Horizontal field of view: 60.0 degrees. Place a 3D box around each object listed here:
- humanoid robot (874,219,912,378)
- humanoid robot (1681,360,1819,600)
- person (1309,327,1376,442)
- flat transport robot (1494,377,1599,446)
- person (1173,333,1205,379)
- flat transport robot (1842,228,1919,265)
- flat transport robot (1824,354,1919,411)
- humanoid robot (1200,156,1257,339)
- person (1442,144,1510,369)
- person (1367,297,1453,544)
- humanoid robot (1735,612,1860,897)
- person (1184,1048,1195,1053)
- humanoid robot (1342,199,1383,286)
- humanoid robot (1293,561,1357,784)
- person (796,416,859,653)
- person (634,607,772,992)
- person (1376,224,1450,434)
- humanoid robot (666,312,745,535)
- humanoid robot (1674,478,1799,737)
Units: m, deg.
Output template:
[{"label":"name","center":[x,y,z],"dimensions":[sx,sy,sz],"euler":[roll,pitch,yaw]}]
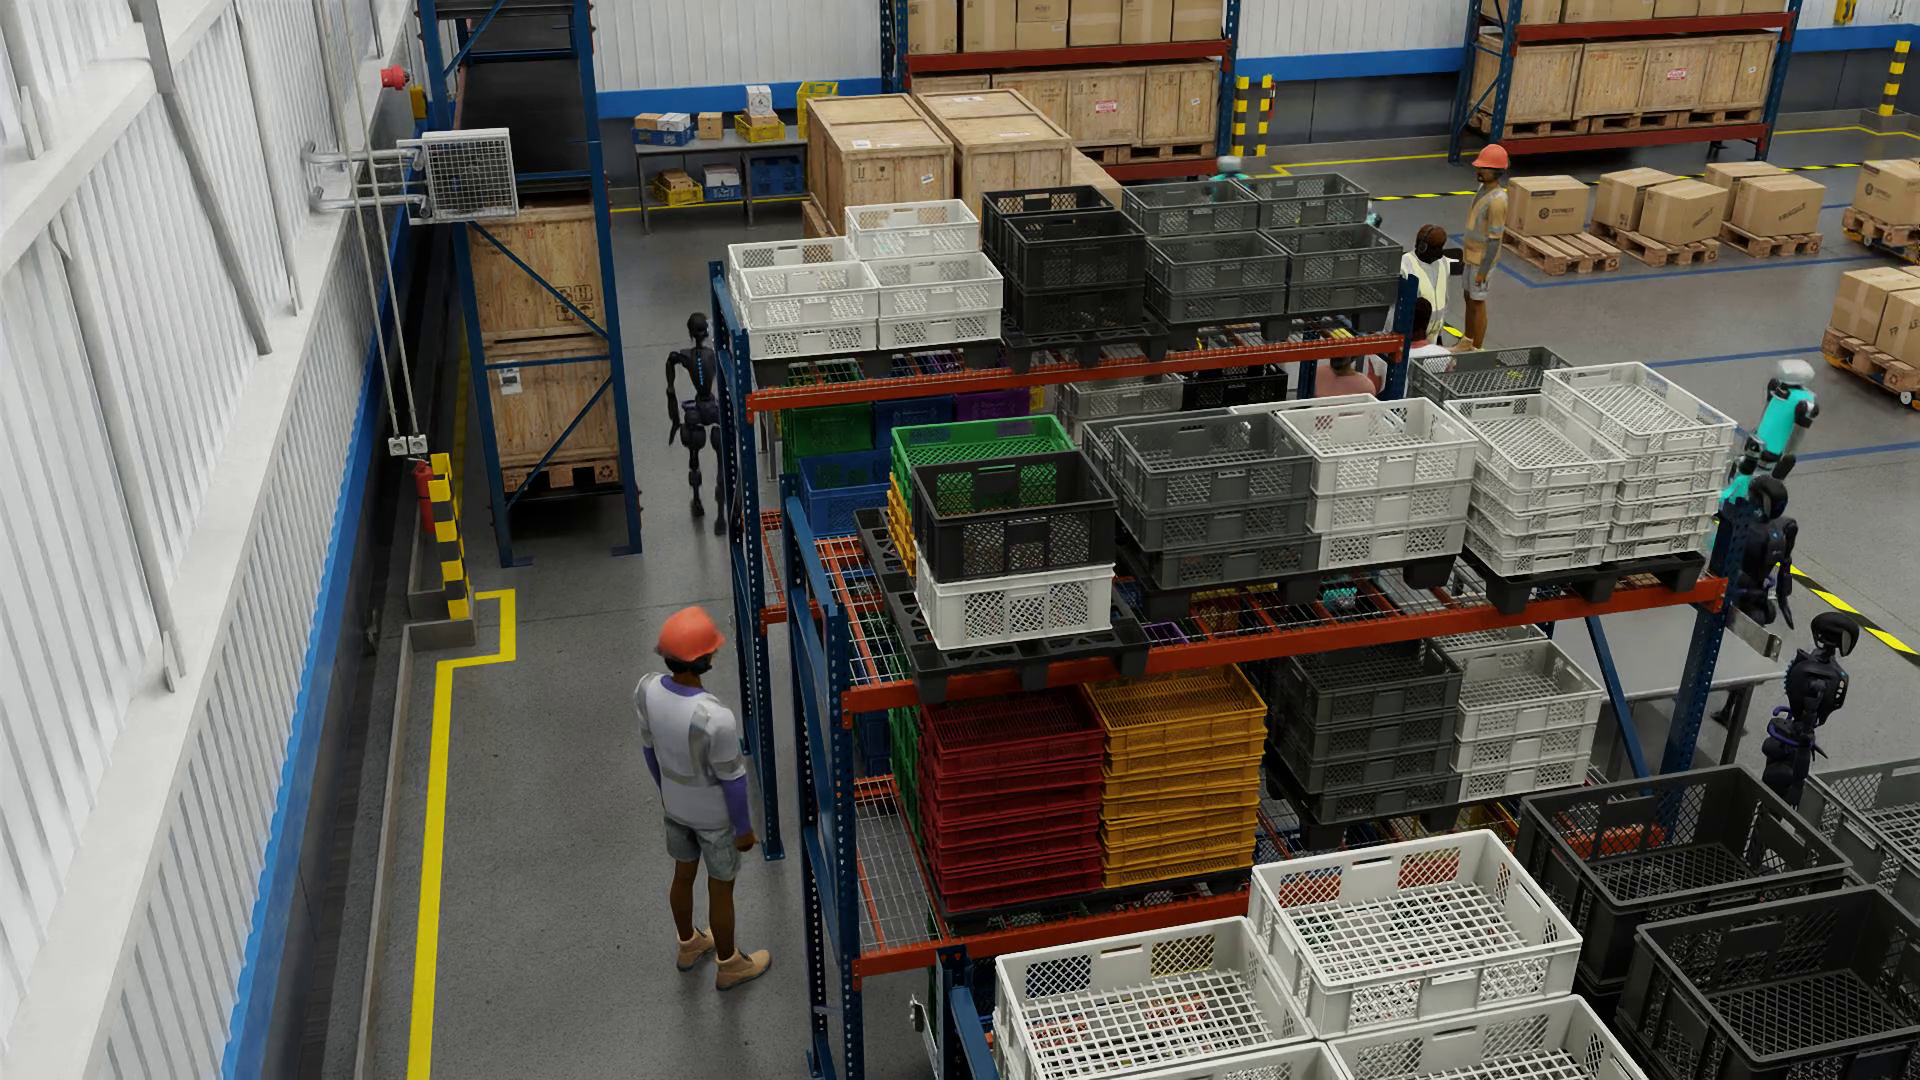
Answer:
[{"label":"humanoid robot","center":[-0.350,-1.870,14.067],"dimensions":[1.020,1.779,0.531],"euler":[-11,30,-19]},{"label":"humanoid robot","center":[5.179,-0.358,11.140],"dimensions":[0.898,1.753,0.539],"euler":[0,28,1]},{"label":"person","center":[2.618,-0.662,11.694],"dimensions":[0.523,1.769,0.319],"euler":[22,35,35]},{"label":"flat transport robot","center":[4.780,-1.036,14.013],"dimensions":[0.659,0.231,1.431],"euler":[-6,28,-12]},{"label":"person","center":[1.510,-0.526,11.344],"dimensions":[0.331,1.862,0.495],"euler":[-22,35,-36]},{"label":"flat transport robot","center":[10.434,-3.252,18.187],"dimensions":[0.652,0.197,1.431],"euler":[-6,28,-12]},{"label":"flat transport robot","center":[8.473,-1.467,14.800],"dimensions":[0.652,0.197,1.431],"euler":[-6,28,-12]},{"label":"humanoid robot","center":[2.515,-2.645,15.485],"dimensions":[0.575,1.723,1.011],"euler":[-1,28,-1]},{"label":"person","center":[4.655,-2.542,14.965],"dimensions":[0.362,2.048,0.609],"euler":[1,28,1]},{"label":"person","center":[3.135,-0.784,11.772],"dimensions":[0.588,1.913,0.391],"euler":[9,29,17]},{"label":"humanoid robot","center":[4.243,1.091,8.448],"dimensions":[0.315,1.659,0.599],"euler":[15,31,26]},{"label":"person","center":[0.866,2.335,6.046],"dimensions":[0.529,1.718,0.510],"euler":[-12,30,-22]},{"label":"humanoid robot","center":[3.253,-2.266,14.794],"dimensions":[0.586,1.765,0.959],"euler":[-16,32,-27]},{"label":"humanoid robot","center":[2.102,0.835,8.981],"dimensions":[0.742,1.874,0.542],"euler":[-6,28,-11]},{"label":"person","center":[-0.821,-0.021,10.411],"dimensions":[0.499,1.839,0.341],"euler":[-24,36,-38]},{"label":"person","center":[-1.208,1.224,7.821],"dimensions":[0.607,2.046,0.365],"euler":[19,33,32]},{"label":"person","center":[3.713,-1.683,13.567],"dimensions":[0.629,1.835,0.429],"euler":[-15,31,-26]},{"label":"humanoid robot","center":[-1.855,-0.879,12.207],"dimensions":[0.589,1.639,0.600],"euler":[-3,28,-6]},{"label":"humanoid robot","center":[4.631,0.361,9.853],"dimensions":[0.603,1.650,0.460],"euler":[-10,29,-18]}]
